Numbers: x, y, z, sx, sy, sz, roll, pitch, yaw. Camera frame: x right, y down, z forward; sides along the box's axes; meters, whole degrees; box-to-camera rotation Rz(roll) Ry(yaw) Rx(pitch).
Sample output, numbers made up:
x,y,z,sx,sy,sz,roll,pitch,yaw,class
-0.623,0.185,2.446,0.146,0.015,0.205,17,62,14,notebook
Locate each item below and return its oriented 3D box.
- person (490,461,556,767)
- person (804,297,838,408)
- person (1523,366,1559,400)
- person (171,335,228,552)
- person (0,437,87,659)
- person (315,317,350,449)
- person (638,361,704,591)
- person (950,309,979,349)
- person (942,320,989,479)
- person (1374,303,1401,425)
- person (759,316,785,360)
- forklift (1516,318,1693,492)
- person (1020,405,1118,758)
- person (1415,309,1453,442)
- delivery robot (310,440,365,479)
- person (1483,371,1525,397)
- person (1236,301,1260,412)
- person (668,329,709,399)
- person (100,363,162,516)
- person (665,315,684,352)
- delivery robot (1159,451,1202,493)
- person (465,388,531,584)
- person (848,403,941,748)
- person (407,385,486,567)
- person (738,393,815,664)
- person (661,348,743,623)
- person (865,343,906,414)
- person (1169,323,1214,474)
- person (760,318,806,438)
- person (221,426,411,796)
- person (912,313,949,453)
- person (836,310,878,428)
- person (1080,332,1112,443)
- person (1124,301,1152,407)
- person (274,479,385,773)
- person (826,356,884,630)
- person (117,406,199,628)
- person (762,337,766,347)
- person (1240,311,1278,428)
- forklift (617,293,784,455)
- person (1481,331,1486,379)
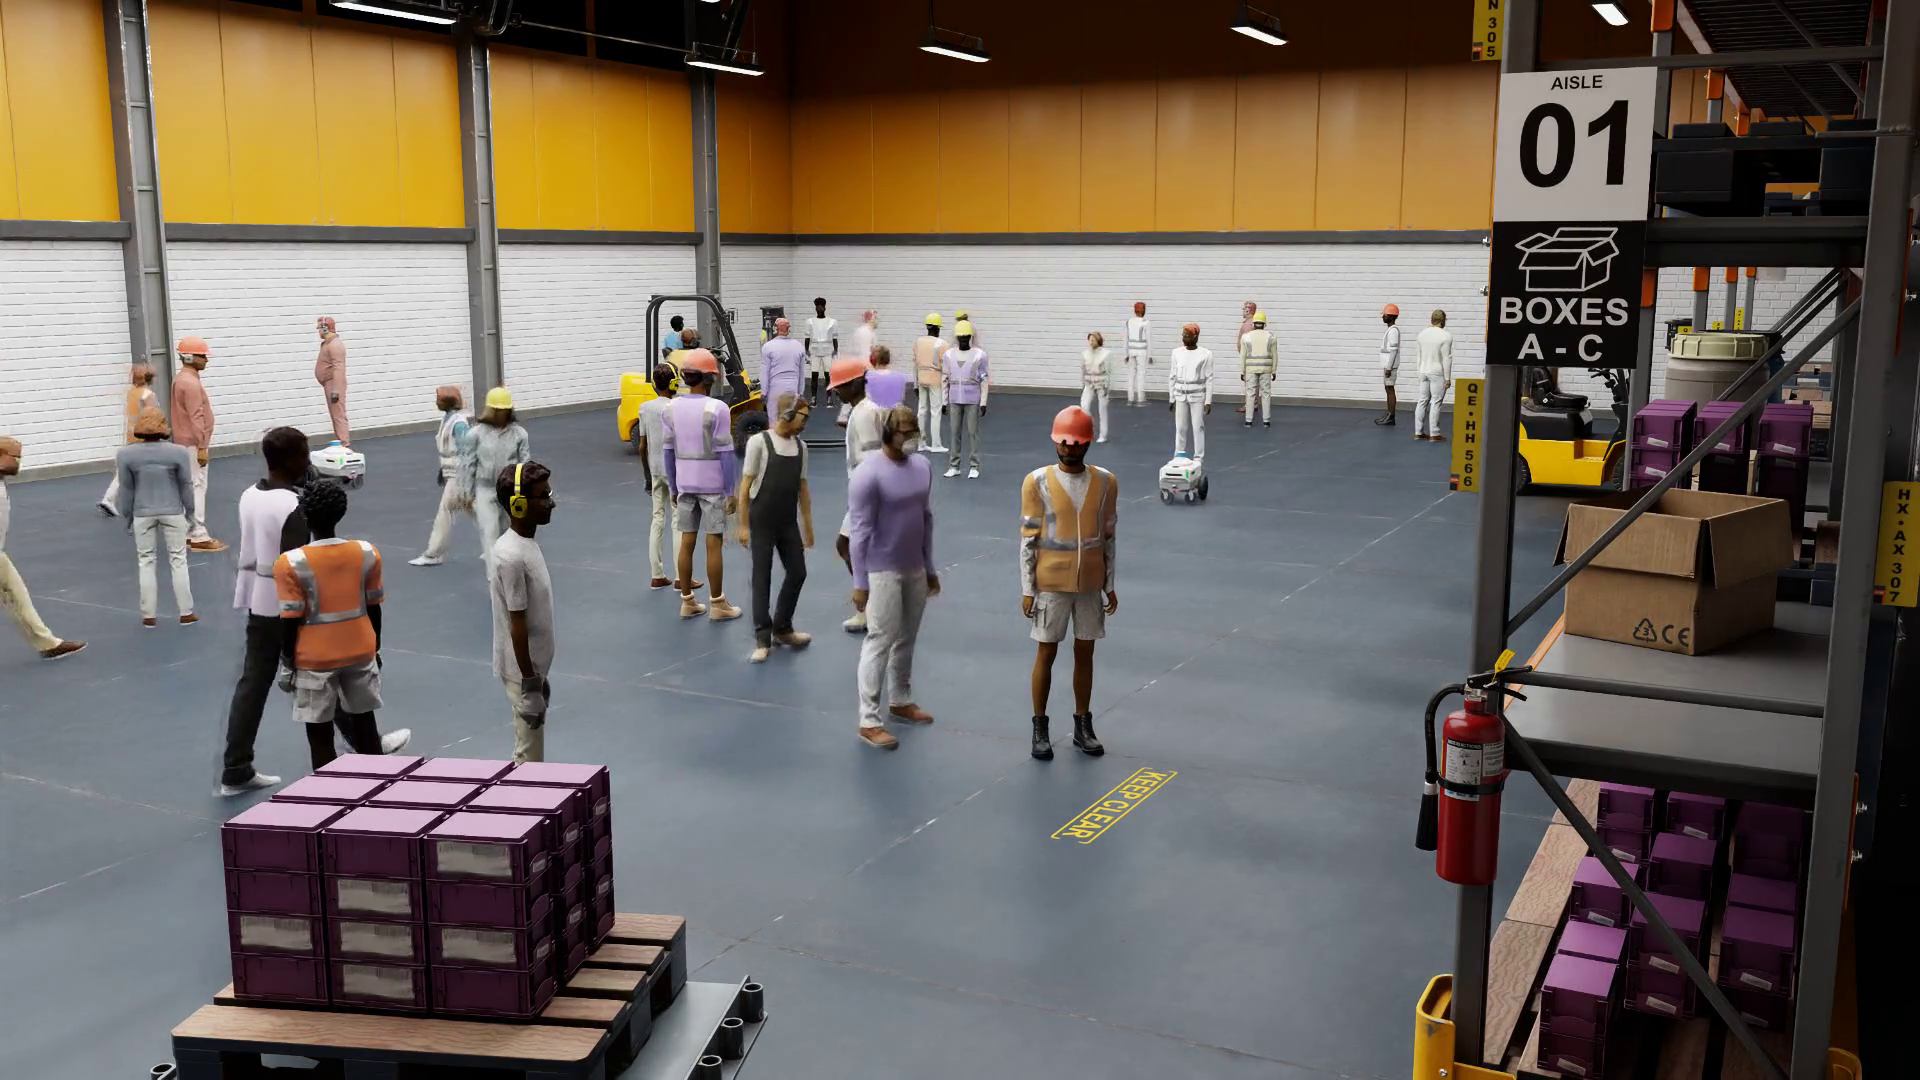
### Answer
x,y,z,sx,sy,sz,roll,pitch,yaw,class
-1.837,0.589,7.161,0.328,1.872,0.513,-2,10,-14,person
-2.461,-3.313,29.472,0.612,1.965,0.361,0,10,1,person
7.862,-2.206,22.848,1.039,2.000,0.725,-9,14,-43,person
-7.045,-0.887,15.348,0.393,1.990,0.616,-7,12,-35,person
-6.410,0.095,10.964,1.007,1.543,0.512,-5,11,-26,person
-8.365,-2.015,22.146,0.399,1.903,0.643,-4,11,-24,person
-2.363,-0.515,13.550,0.507,1.872,0.329,5,11,25,person
0.061,-3.281,29.917,0.536,1.737,0.587,-8,13,-39,person
0.047,-1.711,20.305,0.595,1.925,0.373,4,10,21,person
6.846,-2.799,26.566,0.352,1.942,0.545,2,10,9,person
-2.909,-2.708,26.356,0.430,1.836,0.624,-8,13,-38,person
7.066,-1.601,18.899,2.313,2.155,1.214,5,11,27,forklift
0.604,0.232,9.039,0.551,1.933,0.366,-2,10,-14,person
6.918,-2.396,24.290,0.377,1.931,0.628,-6,11,-30,person
-7.274,-0.921,19.435,0.707,0.478,0.477,8,13,38,delivery robot
7.411,-2.040,22.632,0.599,1.798,0.915,-4,11,-23,person
4.987,-3.158,28.745,0.404,1.911,0.636,6,11,29,person
-3.284,-1.623,20.142,0.639,1.836,0.536,7,12,37,person
-8.640,-1.053,17.454,0.513,1.601,0.841,6,11,30,person
-4.778,-2.943,28.104,0.319,1.695,0.539,-9,13,-43,person
2.436,-0.734,18.352,0.477,0.478,0.707,4,11,20,delivery robot
-3.624,-0.357,13.141,0.497,1.688,0.925,-5,11,-28,person
-0.358,0.173,9.446,0.417,1.930,0.642,7,12,35,person
-4.450,-0.579,14.724,0.880,1.593,0.541,-5,11,-27,person
-1.253,-0.087,11.286,0.642,1.805,0.363,-9,13,-42,person
-1.920,-0.405,12.407,0.606,2.046,0.371,5,11,26,person
-0.809,-1.129,17.302,0.593,1.842,0.626,-8,12,-37,person
2.845,-1.732,20.557,0.574,1.884,0.360,6,12,33,person
-2.342,-1.962,21.863,0.647,1.901,0.402,-7,12,-34,person
-3.414,0.343,8.602,0.595,1.868,0.994,8,13,38,person
-0.384,-2.156,22.915,0.586,1.919,0.388,7,12,33,person
-1.511,-2.677,26.137,0.933,1.860,0.653,-3,10,-19,person
1.910,-2.171,23.892,0.519,1.613,0.729,6,12,31,person
3.203,-3.335,29.831,0.584,1.883,0.337,9,13,43,person
-2.954,0.559,7.832,0.316,1.695,0.541,8,13,40,person
-0.697,-0.329,12.091,0.568,1.998,0.643,0,10,3,person
-5.881,-0.167,12.218,0.505,1.632,0.265,-3,10,-18,person
-2.892,-2.581,25.815,0.310,1.769,0.525,-6,12,-32,person
4.699,-2.680,26.189,0.588,1.833,0.404,1,10,5,person
-3.588,-2.317,23.042,2.313,2.155,1.214,-1,10,-5,forklift
8.636,-2.763,26.686,0.634,1.828,0.440,-2,10,-11,person
